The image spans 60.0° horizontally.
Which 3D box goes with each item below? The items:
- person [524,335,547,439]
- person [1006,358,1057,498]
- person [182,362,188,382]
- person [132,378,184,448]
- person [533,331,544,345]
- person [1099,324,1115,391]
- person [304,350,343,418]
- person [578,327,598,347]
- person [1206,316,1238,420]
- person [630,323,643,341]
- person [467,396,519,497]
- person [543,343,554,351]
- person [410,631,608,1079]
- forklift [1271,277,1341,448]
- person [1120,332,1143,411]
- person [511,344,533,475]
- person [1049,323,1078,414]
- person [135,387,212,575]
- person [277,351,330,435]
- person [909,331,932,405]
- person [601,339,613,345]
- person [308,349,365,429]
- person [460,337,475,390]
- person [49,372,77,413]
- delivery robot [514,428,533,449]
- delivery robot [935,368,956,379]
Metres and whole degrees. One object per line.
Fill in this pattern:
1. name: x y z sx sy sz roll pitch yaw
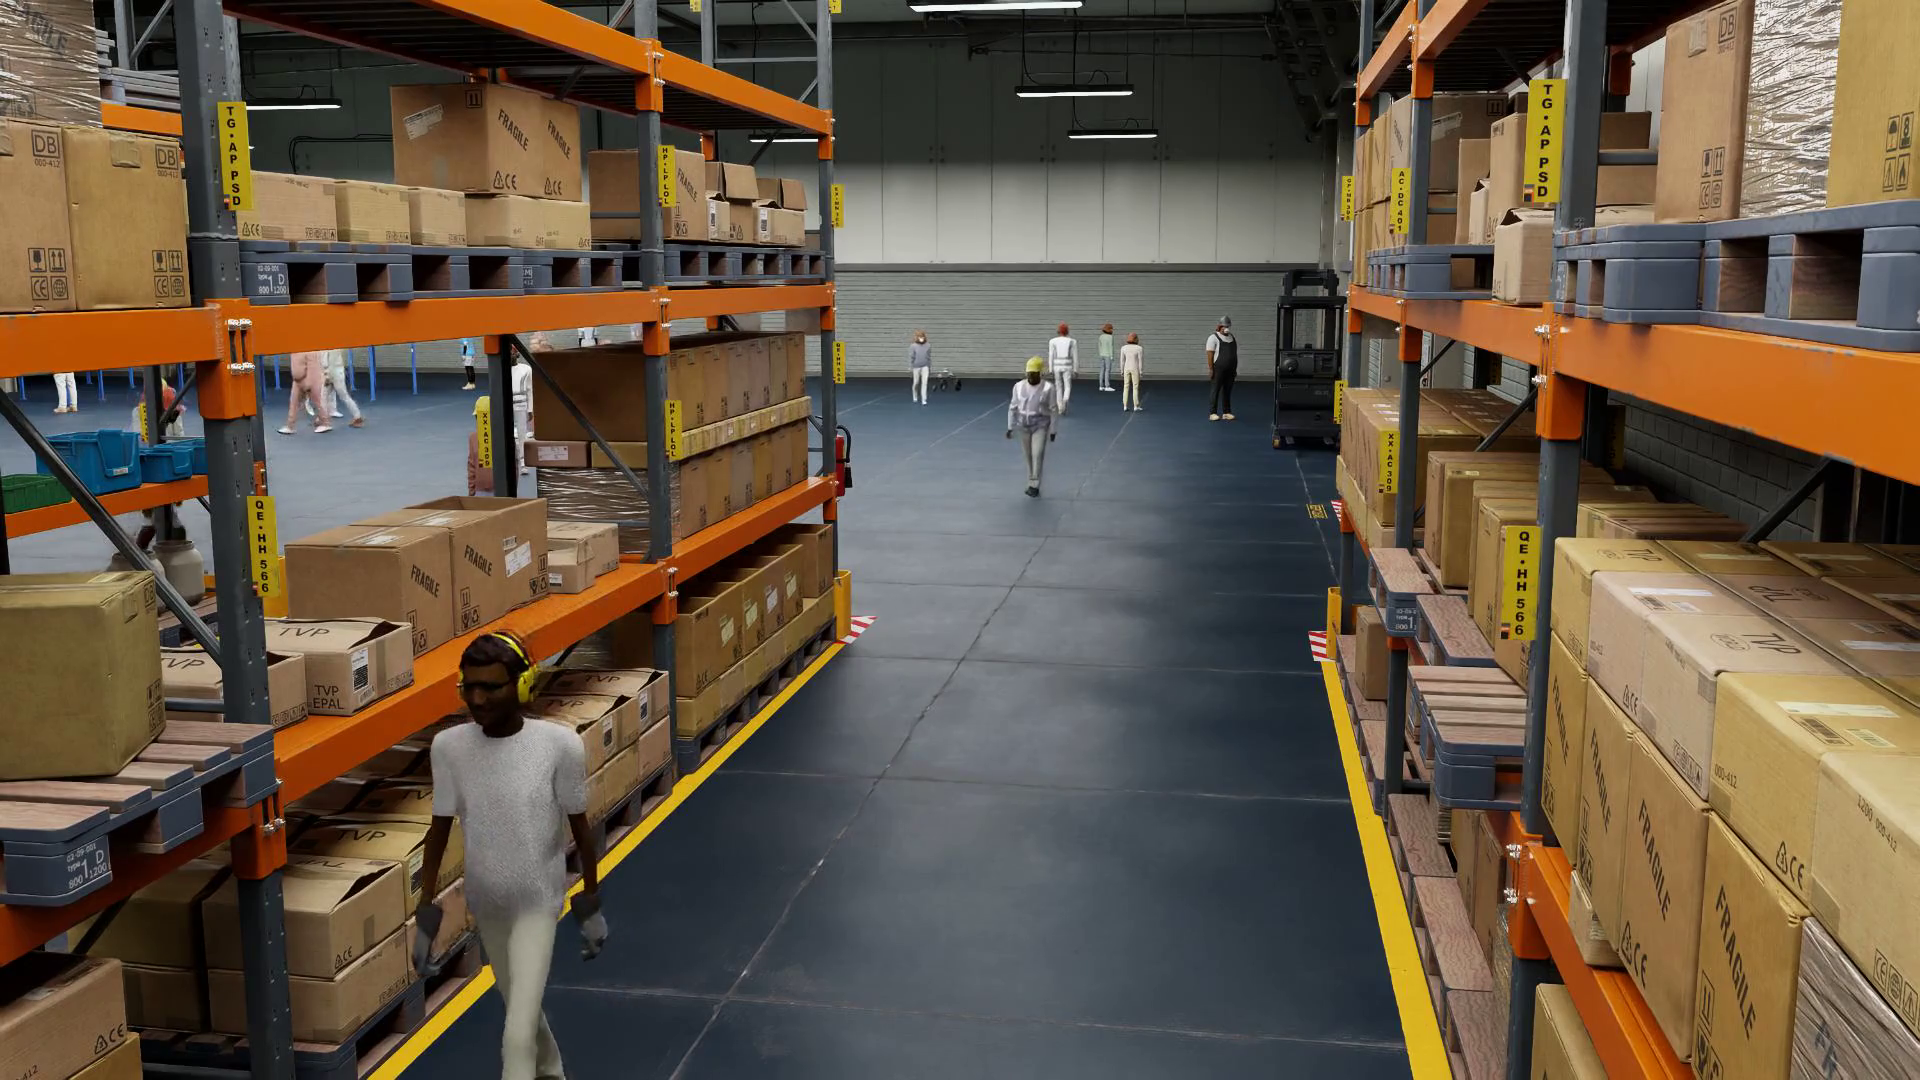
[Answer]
1. person: -6.949 -2.470 27.643 0.655 1.856 1.012 2 9 13
2. person: 0.902 -1.445 21.510 0.614 1.790 0.897 4 10 24
3. person: -20.292 -5.079 43.593 0.704 1.891 0.578 8 12 40
4. person: -9.202 -1.020 19.115 0.523 1.719 0.927 -7 12 -37
5. person: -10.751 -4.823 42.413 0.315 1.768 0.526 -4 10 -21
6. person: 3.576 -4.451 40.519 0.287 1.632 0.501 -6 11 -31
7. person: -12.767 -3.391 33.239 0.784 1.882 0.648 4 10 25
8. person: -10.202 -5.305 45.618 0.592 1.690 0.316 -4 10 -22
9. person: 5.195 -3.355 32.638 0.689 2.000 0.537 -5 11 -29
10. person: -8.510 -5.117 43.927 1.012 1.861 0.597 6 11 31
11. person: -4.350 -0.451 15.442 0.534 1.767 0.320 4 10 21
12. person: -7.419 -2.748 30.023 0.544 1.623 0.375 -2 9 -13
13. person: -1.441 1.181 5.240 0.542 1.814 0.990 2 9 10
14. forklift: 5.847 -3.016 27.970 1.129 2.768 1.873 1 9 9
15. person: 3.596 -3.521 34.783 0.500 1.634 0.286 5 11 30
16. person: -6.419 -1.879 23.898 0.575 1.882 0.355 -1 9 -8
17. person: 2.092 -3.484 33.852 0.589 1.865 0.730 1 9 6
18. person: -7.096 -0.433 14.950 0.959 1.875 0.685 -4 10 -22
19. person: -11.773 -2.827 29.824 0.666 1.853 0.991 6 11 32
20. person: -0.881 -3.809 36.644 0.506 1.610 0.686 -2 9 -12
21. person: -5.339 -2.104 25.285 0.646 1.885 0.681 0 9 -1
22. person: -11.626 -3.031 30.979 0.990 1.902 0.607 -7 12 -39
23. person: -12.134 -4.556 40.969 0.322 1.697 0.533 0 9 3
24. person: -18.591 -3.561 34.419 0.430 1.837 0.624 4 10 21
25. delivery robot: -7.041 -1.575 25.946 0.707 0.478 0.477 1 9 8
26. delivery robot: -0.345 -4.071 40.541 0.335 0.223 0.698 5 11 30
